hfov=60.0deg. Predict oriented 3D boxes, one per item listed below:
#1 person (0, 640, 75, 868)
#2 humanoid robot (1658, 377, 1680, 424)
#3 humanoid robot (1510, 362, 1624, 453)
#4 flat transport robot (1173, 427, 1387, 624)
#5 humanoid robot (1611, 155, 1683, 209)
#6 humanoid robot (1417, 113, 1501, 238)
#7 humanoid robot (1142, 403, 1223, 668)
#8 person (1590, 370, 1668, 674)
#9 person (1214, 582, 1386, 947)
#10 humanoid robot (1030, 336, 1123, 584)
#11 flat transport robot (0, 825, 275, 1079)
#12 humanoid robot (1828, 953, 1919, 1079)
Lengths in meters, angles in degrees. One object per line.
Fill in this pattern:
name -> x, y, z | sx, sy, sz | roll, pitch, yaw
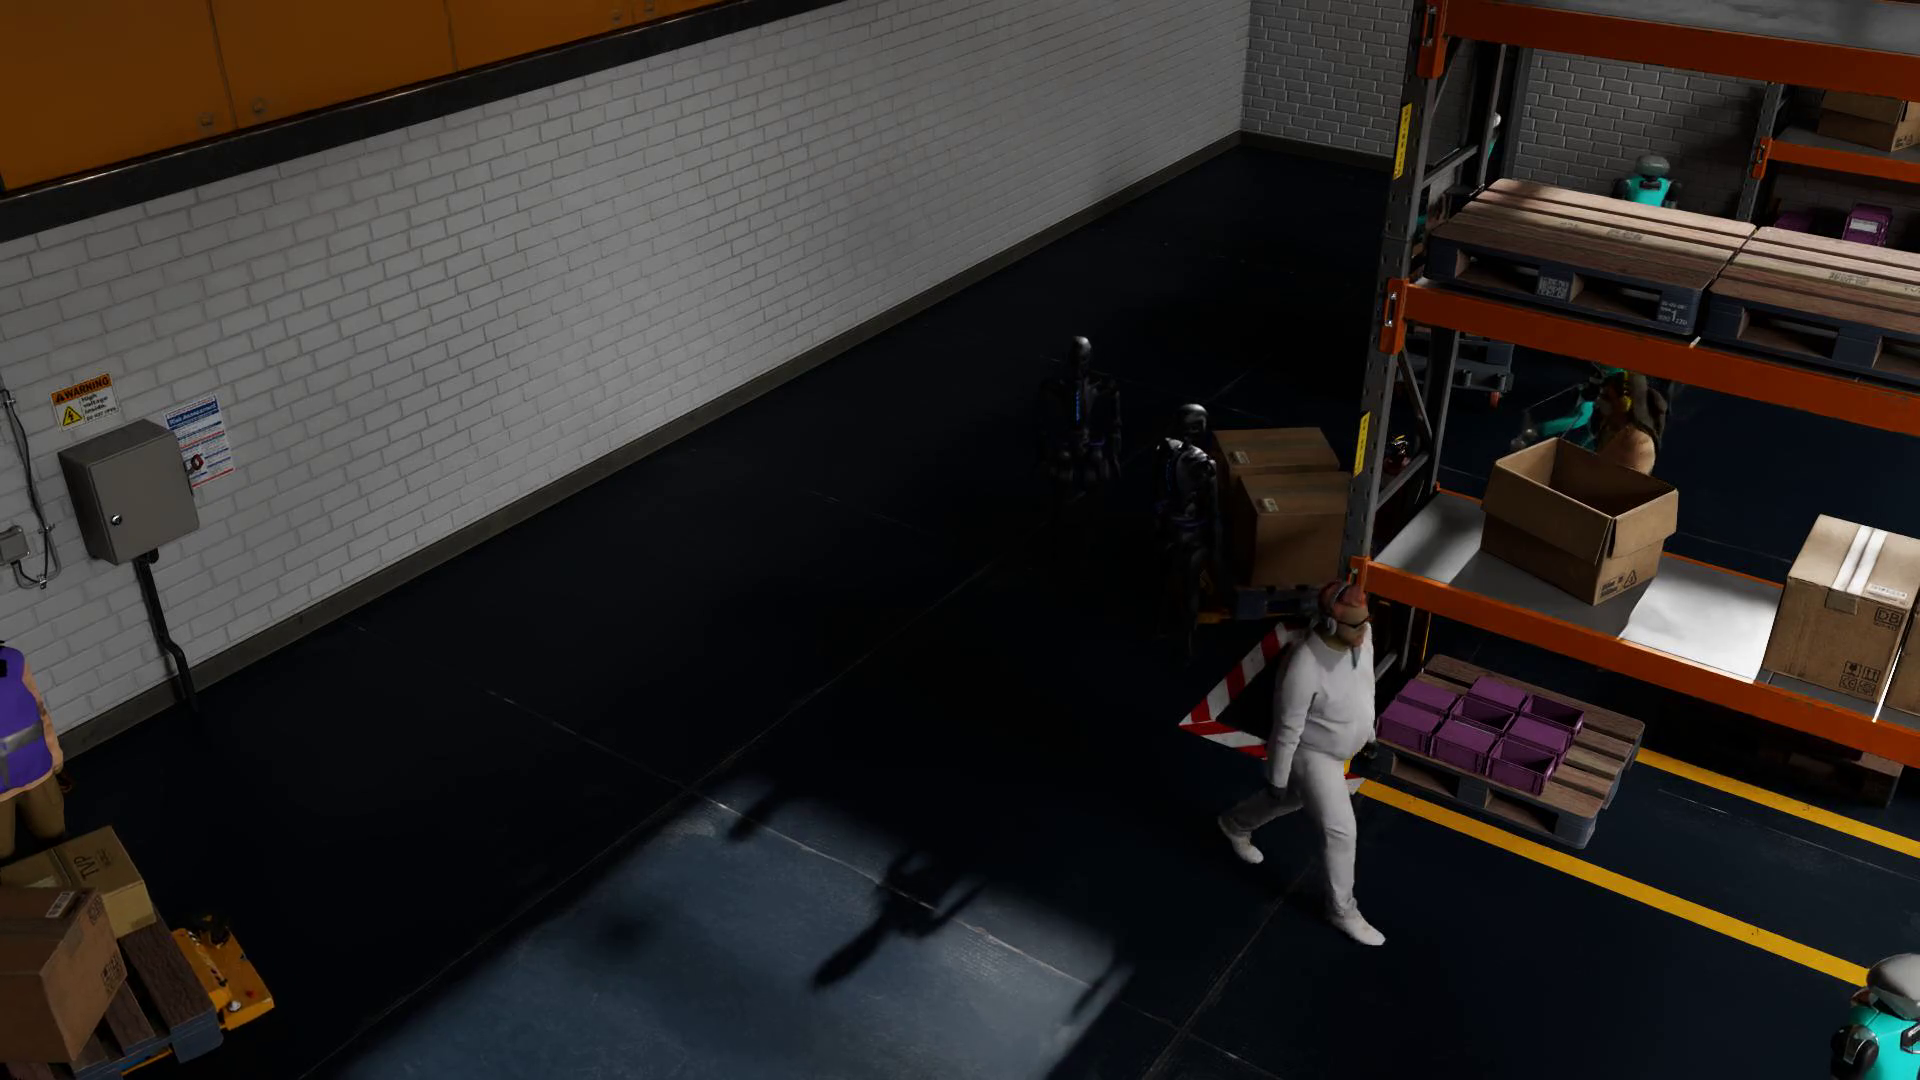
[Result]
person -> -4.314, 1.085, 7.494 | 0.416, 1.929, 0.544 | 23, 37, 34
humanoid robot -> 5.302, -1.534, 12.359 | 0.589, 1.636, 0.793 | 27, 39, 38
humanoid robot -> 4.090, -0.841, 11.024 | 1.010, 1.722, 0.544 | -2, 30, -4
flat transport robot -> 2.080, 0.259, 10.590 | 1.431, 0.231, 0.659 | -2, 30, -4
humanoid robot -> 5.399, -2.111, 13.255 | 0.546, 1.806, 0.696 | 2, 30, 4
humanoid robot -> 4.212, -3.010, 14.799 | 1.040, 1.719, 0.534 | 21, 36, 31
humanoid robot -> 1.299, -0.032, 9.673 | 0.325, 1.650, 0.601 | -18, 35, -29
person -> 3.787, -0.112, 9.654 | 0.446, 1.862, 0.599 | 0, 30, 0
person -> 1.649, 0.950, 7.799 | 0.969, 1.858, 0.630 | 20, 35, 30
humanoid robot -> 0.748, -0.535, 10.580 | 0.594, 1.639, 0.596 | 1, 30, 2
flat transport robot -> -3.852, 2.153, 7.304 | 1.431, 0.231, 0.659 | -23, 37, -34
humanoid robot -> 3.225, 2.326, 5.630 | 0.557, 1.871, 0.824 | -19, 35, -30
